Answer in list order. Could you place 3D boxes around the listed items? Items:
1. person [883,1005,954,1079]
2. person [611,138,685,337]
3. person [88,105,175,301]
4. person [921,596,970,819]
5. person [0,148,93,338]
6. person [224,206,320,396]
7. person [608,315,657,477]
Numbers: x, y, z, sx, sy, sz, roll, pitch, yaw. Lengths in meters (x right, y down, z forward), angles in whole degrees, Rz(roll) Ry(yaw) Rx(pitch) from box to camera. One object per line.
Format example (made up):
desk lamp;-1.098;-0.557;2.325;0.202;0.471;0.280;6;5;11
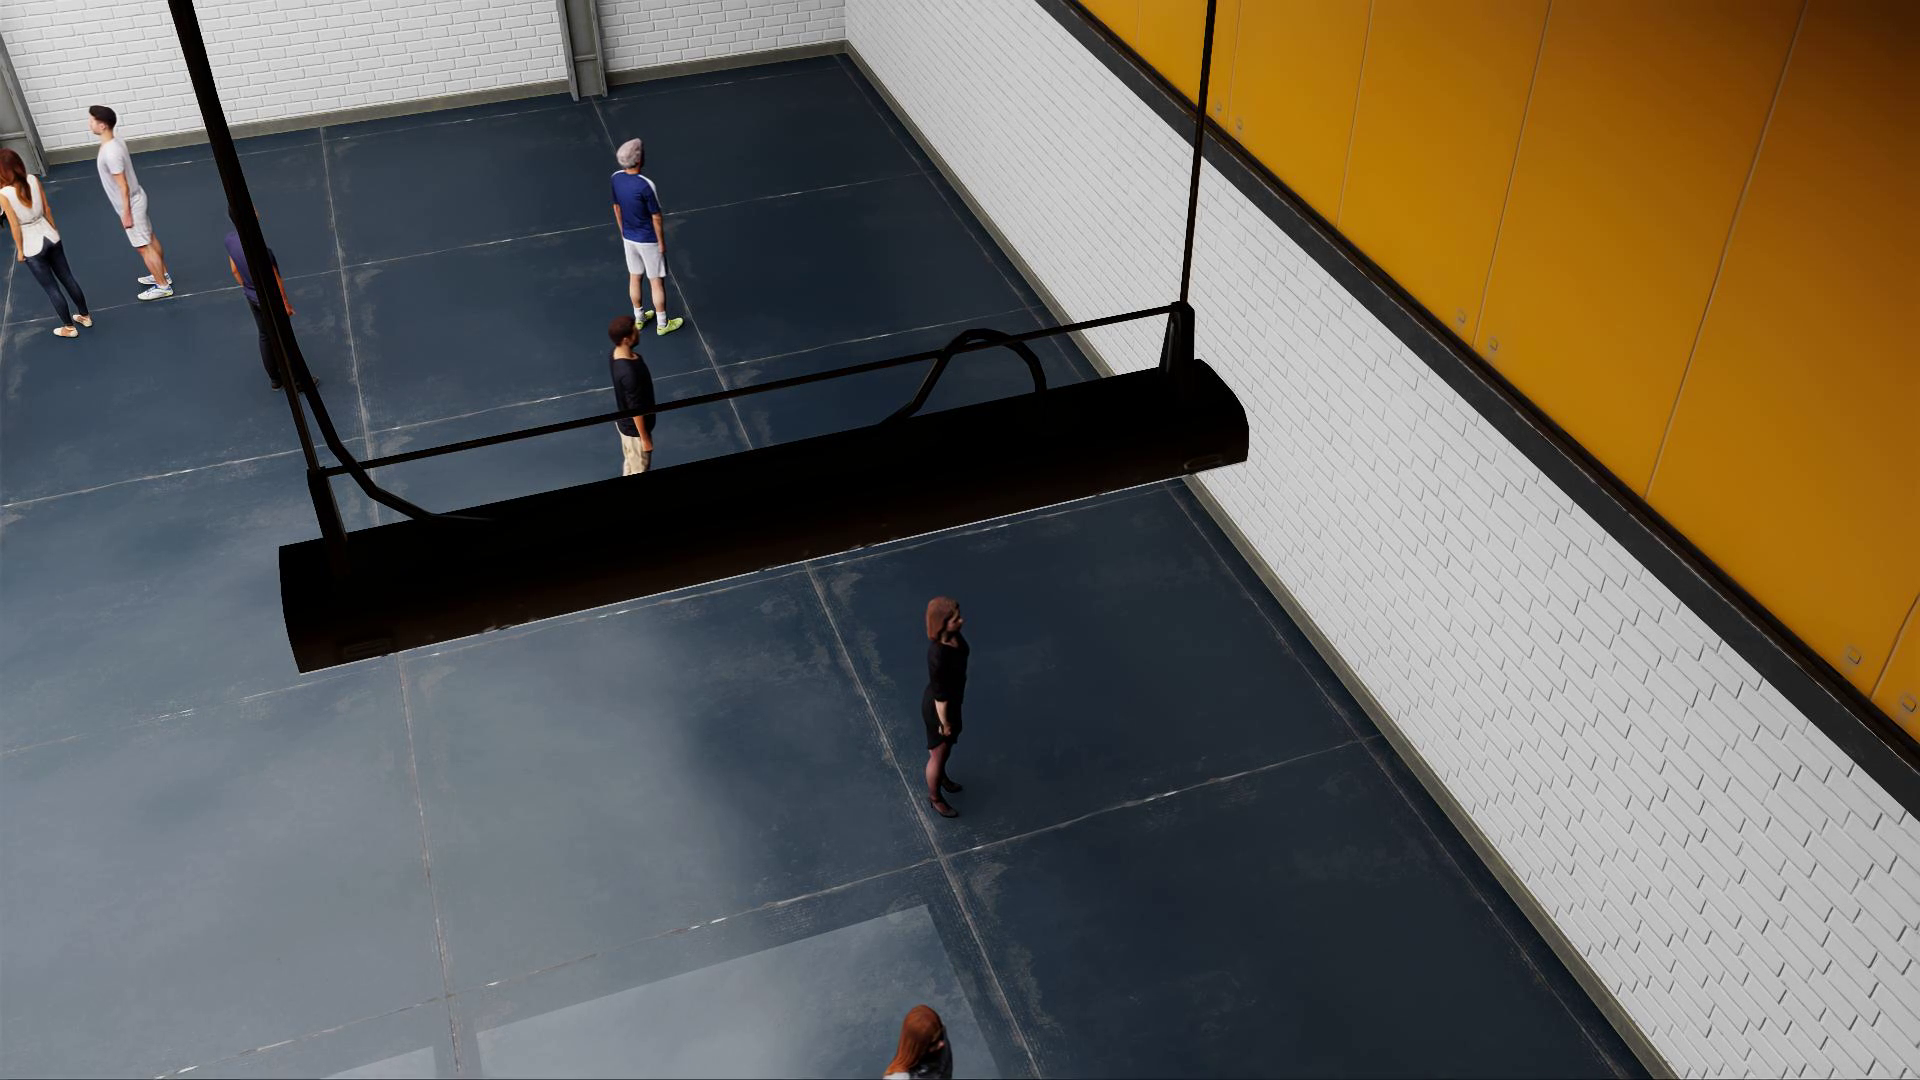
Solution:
person;-0.200;2.779;8.013;0.737;1.700;0.674;17;41;20
person;-2.821;-2.685;14.745;0.715;1.838;0.759;19;42;22
person;-7.614;-3.104;15.256;0.531;1.854;0.676;-13;40;-16
person;-0.107;1.011;10.222;0.652;1.707;0.656;5;39;7
person;-8.128;-2.620;14.706;0.730;1.784;0.675;15;41;18
person;-5.847;-2.039;13.973;0.708;1.792;0.753;18;42;21
person;-2.439;-0.856;12.443;0.533;1.852;0.626;-13;40;-16
